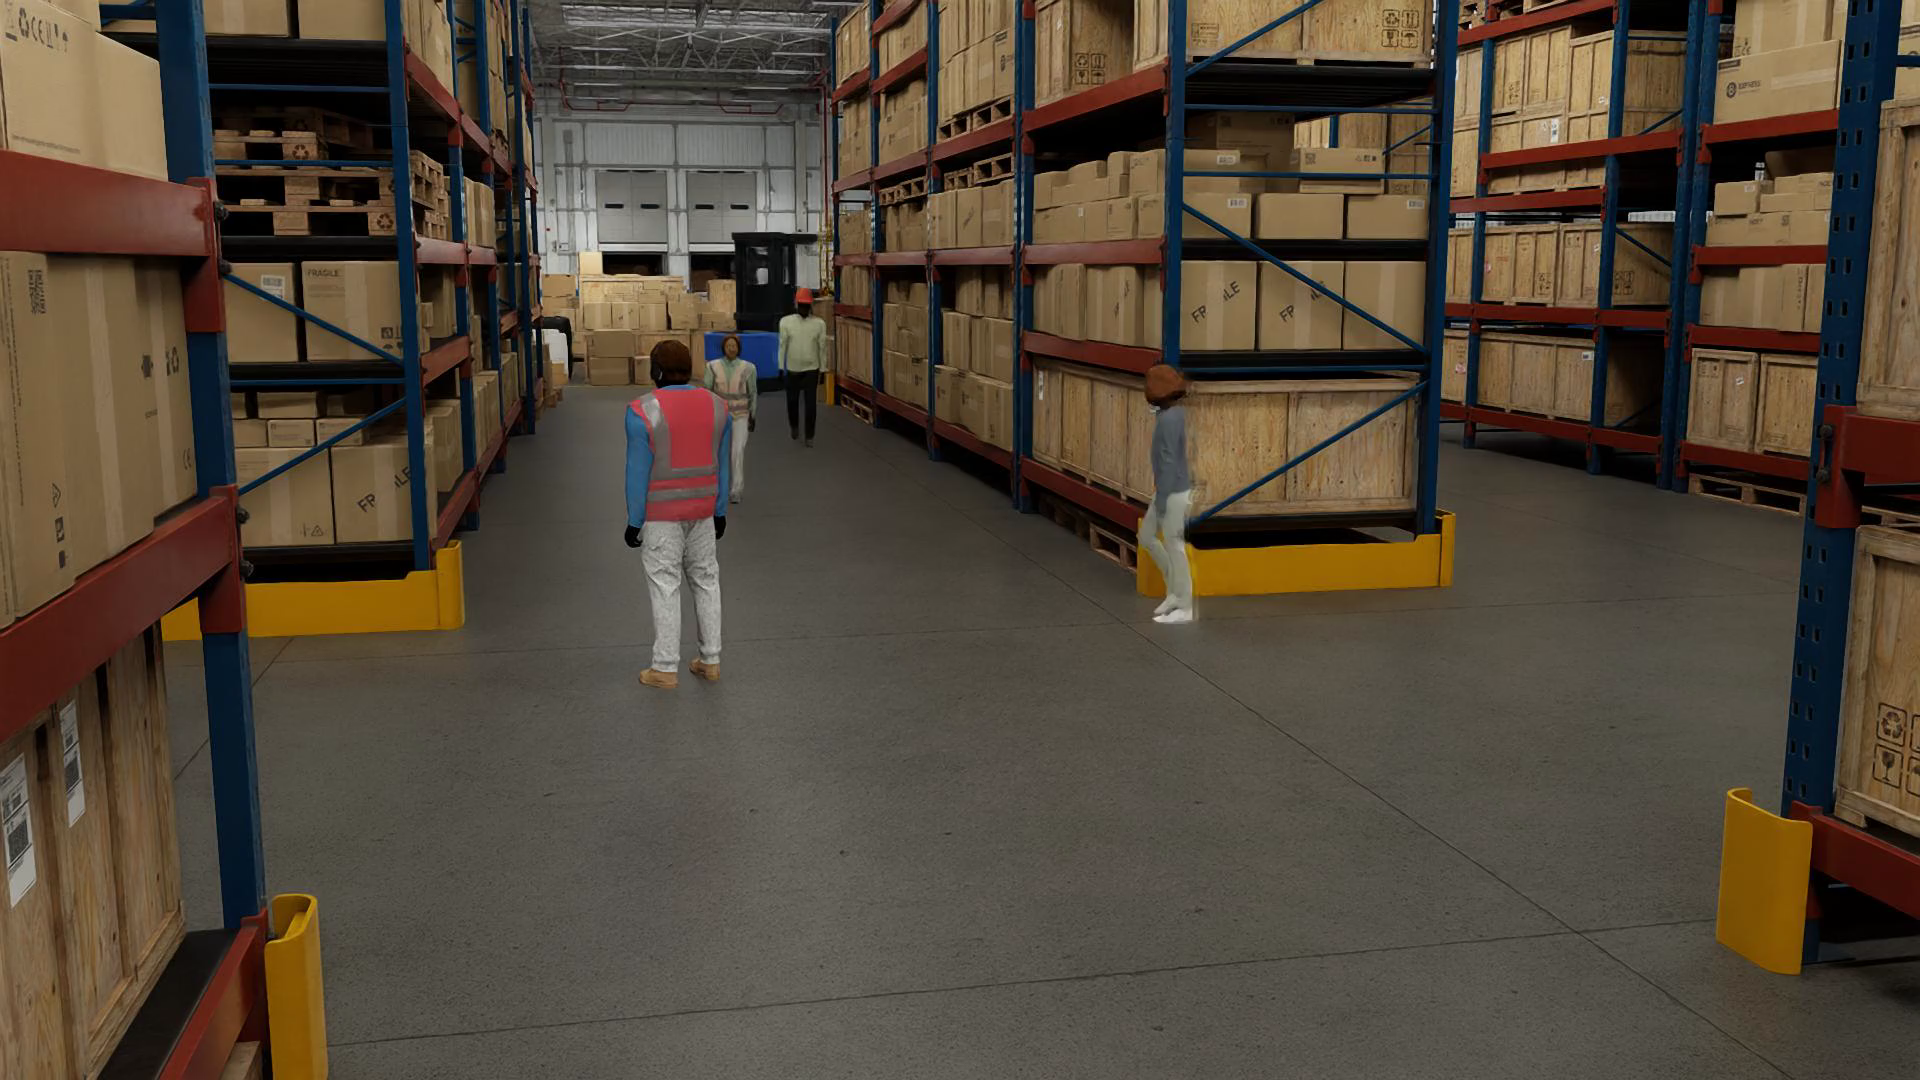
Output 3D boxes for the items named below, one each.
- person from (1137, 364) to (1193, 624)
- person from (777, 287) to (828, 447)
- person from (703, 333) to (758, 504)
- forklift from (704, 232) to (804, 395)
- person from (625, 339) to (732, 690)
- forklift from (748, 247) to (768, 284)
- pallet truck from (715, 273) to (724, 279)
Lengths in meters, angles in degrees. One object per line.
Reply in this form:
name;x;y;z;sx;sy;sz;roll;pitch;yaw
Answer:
person;1.302;-0.282;10.368;0.402;1.607;0.609;1;9;8
person;-1.956;-2.152;20.682;0.629;1.978;0.618;-1;9;-8
person;-2.190;-1.180;15.895;0.515;1.602;0.834;0;9;2
forklift;-3.530;-3.992;29.156;1.129;2.768;1.873;6;11;32
person;-1.508;-0.136;8.815;0.633;1.841;0.429;-8;12;-41
forklift;-6.003;-7.579;51.020;1.129;2.768;1.873;-6;11;-31
pallet truck;-8.580;-8.986;62.280;1.885;1.965;0.823;1;9;5
